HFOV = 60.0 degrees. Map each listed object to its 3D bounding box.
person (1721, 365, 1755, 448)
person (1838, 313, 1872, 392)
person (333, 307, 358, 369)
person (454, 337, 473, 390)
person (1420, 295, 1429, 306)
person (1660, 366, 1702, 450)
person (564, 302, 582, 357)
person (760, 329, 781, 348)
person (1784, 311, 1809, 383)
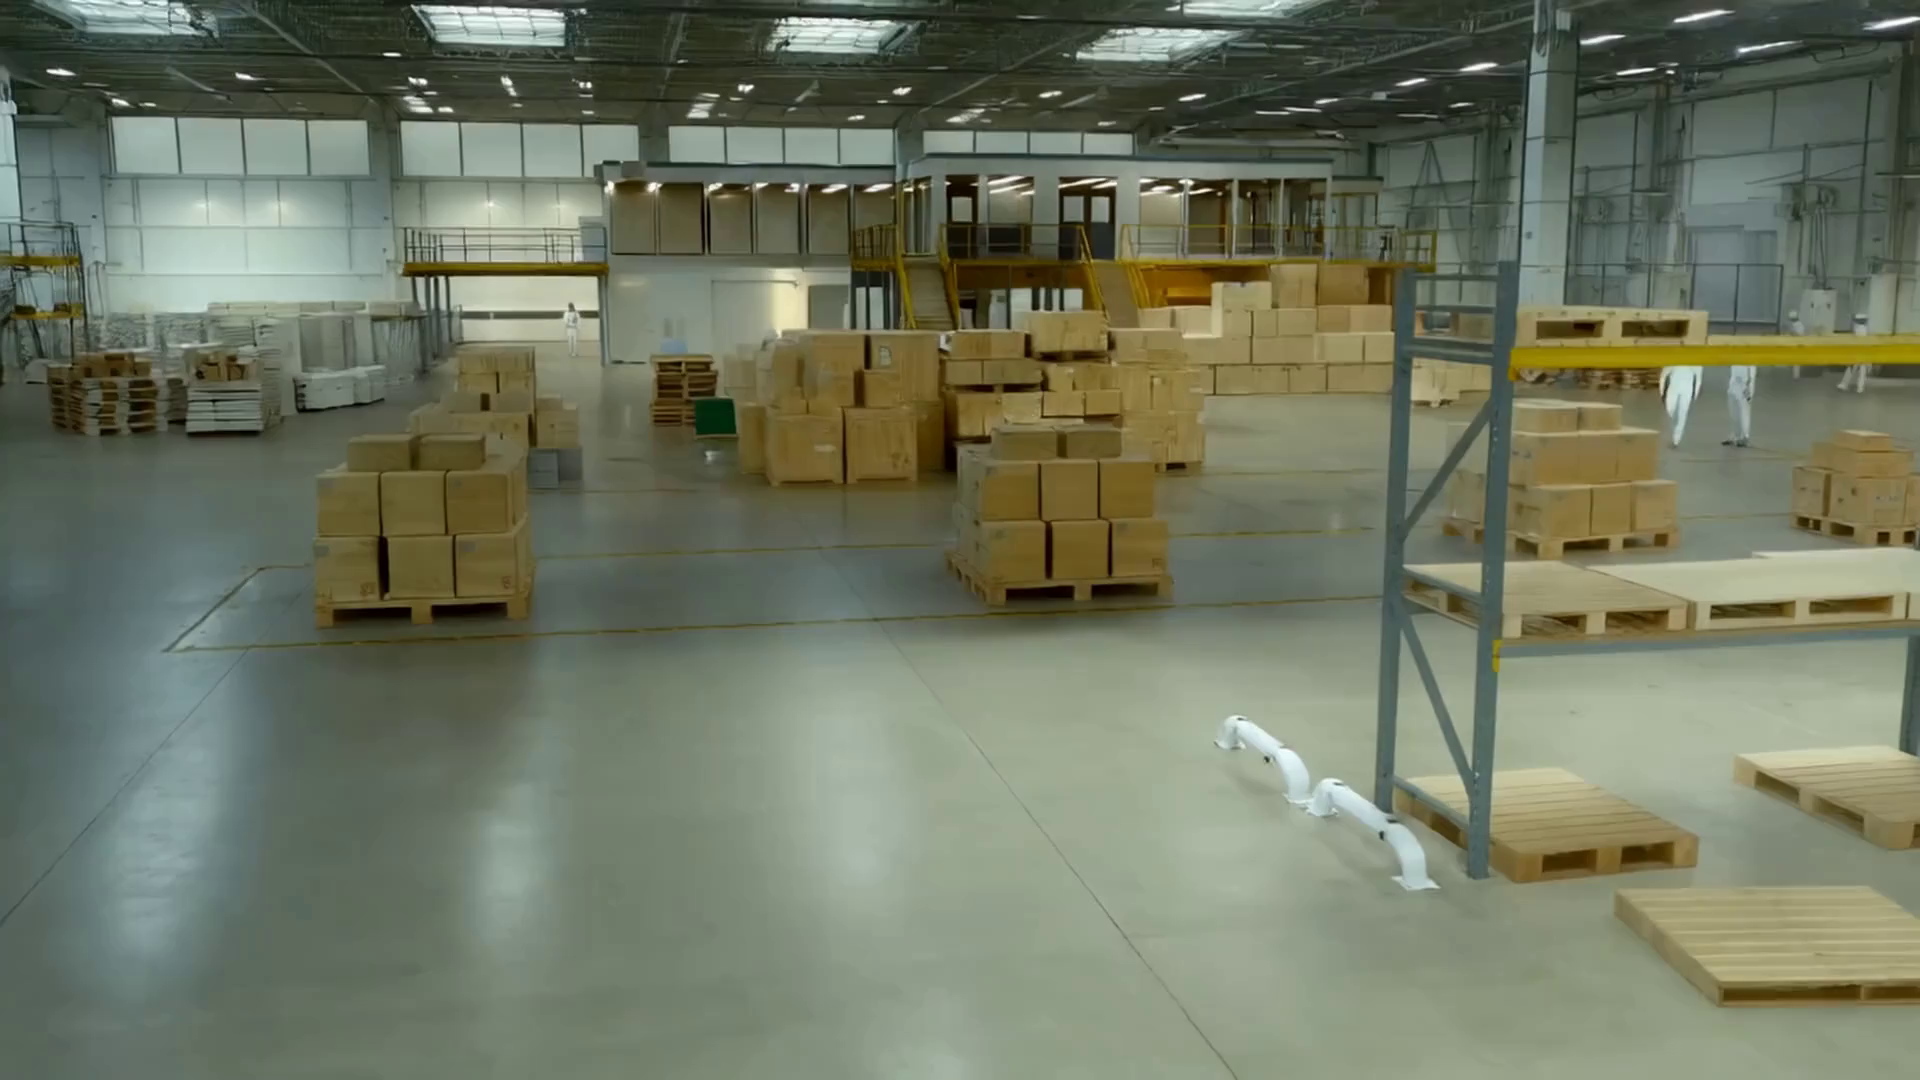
[{"bbox_3d":[12.989,-2.404,27.732,0.316,1.742,0.492,-3,10,-19],"label":"person"},{"bbox_3d":[21.827,-4.564,40.467,0.566,1.879,0.996,0,9,0],"label":"person"},{"bbox_3d":[-15.211,-4.760,41.222,0.638,2.023,0.447,2,9,11],"label":"person"},{"bbox_3d":[-8.268,-2.480,27.874,0.664,1.853,0.534,6,11,30],"label":"person"},{"bbox_3d":[18.052,-8.561,64.658,0.439,1.939,0.683,-5,11,-28],"label":"person"},{"bbox_3d":[11.944,-2.460,27.562,0.638,1.914,0.717,5,11,27],"label":"person"},{"bbox_3d":[-12.990,-7.063,55.817,0.584,1.845,0.903,-2,10,-12],"label":"person"},{"bbox_3d":[-3.058,-2.442,27.200,0.379,1.996,0.611,0,9,-2],"label":"person"},{"bbox_3d":[21.801,-5.038,43.414,0.662,1.867,1.008,0,9,0],"label":"person"}]
